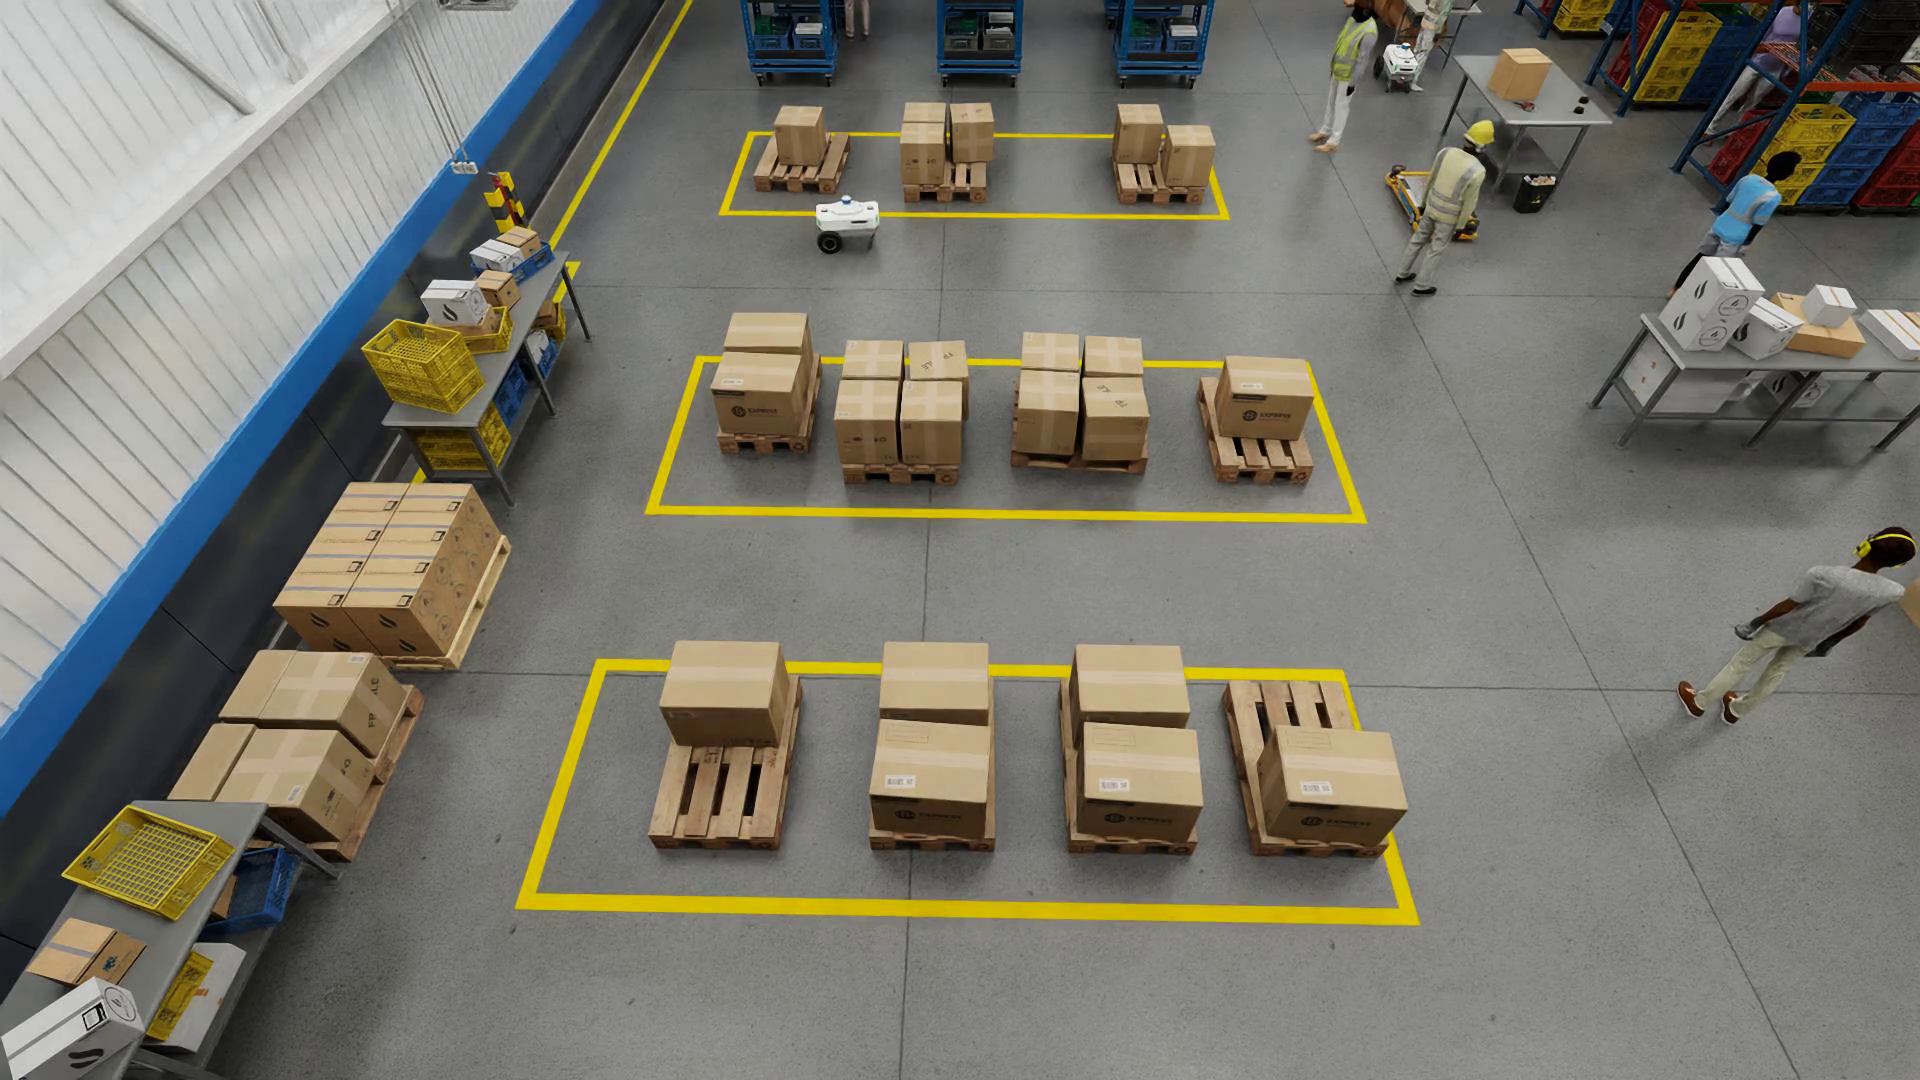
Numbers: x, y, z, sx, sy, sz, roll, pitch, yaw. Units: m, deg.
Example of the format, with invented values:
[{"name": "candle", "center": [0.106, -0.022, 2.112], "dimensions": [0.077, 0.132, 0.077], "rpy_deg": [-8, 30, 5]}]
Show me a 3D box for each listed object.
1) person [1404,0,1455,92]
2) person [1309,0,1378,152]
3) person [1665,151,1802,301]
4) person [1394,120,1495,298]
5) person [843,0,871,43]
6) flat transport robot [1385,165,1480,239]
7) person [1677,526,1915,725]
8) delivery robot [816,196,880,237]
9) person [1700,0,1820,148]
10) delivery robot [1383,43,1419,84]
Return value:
[{"name": "person", "center": [6.617, -7.192, 12.848], "dimensions": [0.317, 1.632, 0.527], "rpy_deg": [3, 49, 3]}, {"name": "person", "center": [4.872, -5.892, 11.590], "dimensions": [0.429, 1.839, 0.633], "rpy_deg": [-4, 49, -3]}, {"name": "person", "center": [7.790, -3.092, 9.252], "dimensions": [0.321, 1.699, 0.536], "rpy_deg": [-2, 49, -2]}, {"name": "person", "center": [4.991, -3.384, 9.421], "dimensions": [0.403, 1.827, 0.600], "rpy_deg": [-19, 52, -16]}, {"name": "person", "center": [-1.602, -8.646, 13.878], "dimensions": [0.629, 1.981, 0.410], "rpy_deg": [-19, 52, -16]}, {"name": "flat transport robot", "center": [5.692, -4.094, 11.059], "dimensions": [0.652, 0.197, 1.431], "rpy_deg": [1, 49, 1]}, {"name": "person", "center": [5.412, 0.590, 5.955], "dimensions": [0.532, 1.869, 0.311], "rpy_deg": [14, 51, 12]}, {"name": "delivery robot", "center": [-1.275, -3.682, 10.456], "dimensions": [0.707, 0.478, 0.477], "rpy_deg": [-5, 49, -5]}, {"name": "person", "center": [10.153, -5.962, 11.586], "dimensions": [0.635, 1.932, 0.372], "rpy_deg": [11, 50, 10]}, {"name": "delivery robot", "center": [6.373, -6.919, 13.258], "dimensions": [0.477, 0.478, 0.707], "rpy_deg": [4, 49, 4]}]
